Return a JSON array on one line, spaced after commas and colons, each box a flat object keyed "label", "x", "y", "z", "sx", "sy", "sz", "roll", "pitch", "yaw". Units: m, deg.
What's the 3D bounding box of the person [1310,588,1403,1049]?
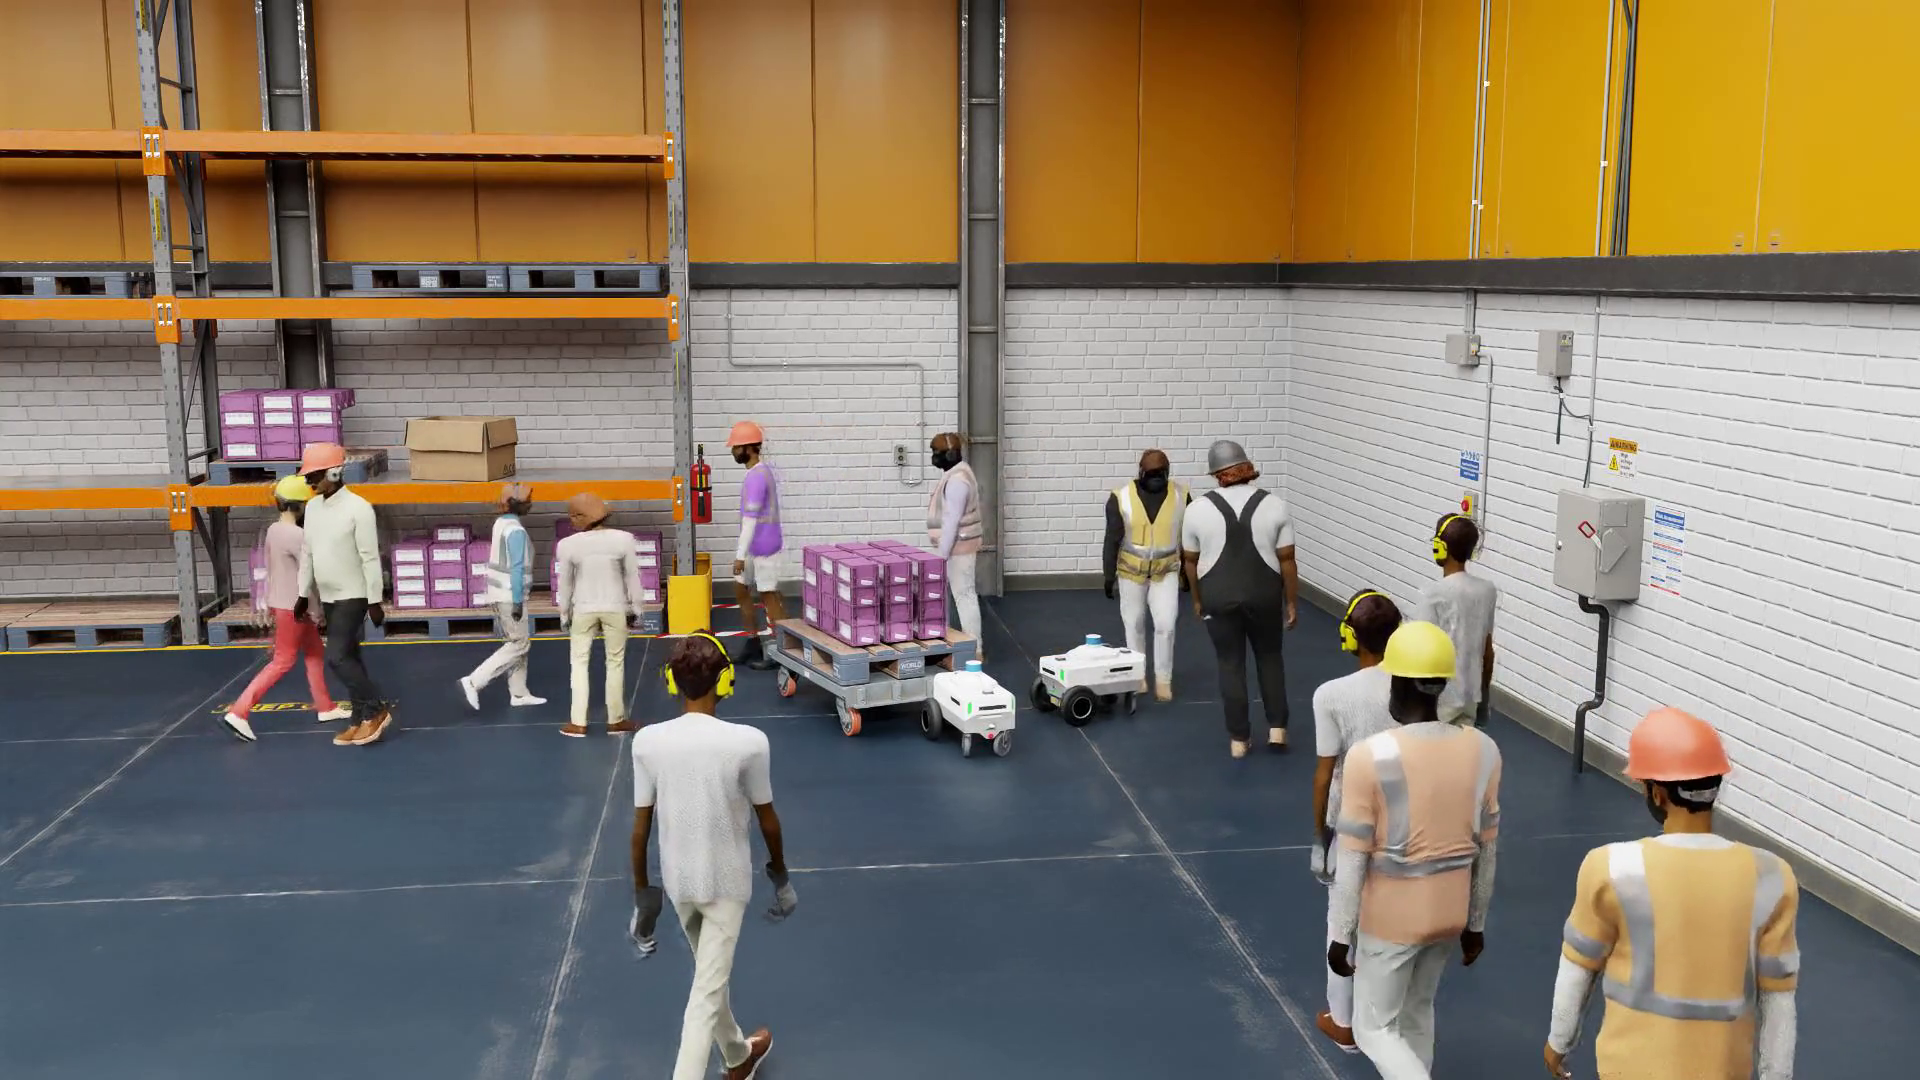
[{"label": "person", "x": 1.578, "y": 1.107, "z": 6.294, "sx": 0.522, "sy": 1.856, "sz": 0.696, "roll": -1, "pitch": 9, "yaw": -7}]

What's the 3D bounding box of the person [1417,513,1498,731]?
[{"label": "person", "x": 2.405, "y": 0.793, "z": 8.224, "sx": 0.553, "sy": 1.860, "sz": 0.423, "roll": -5, "pitch": 10, "yaw": -26}]

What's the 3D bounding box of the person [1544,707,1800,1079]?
[{"label": "person", "x": 1.894, "y": 1.375, "z": 4.508, "sx": 0.551, "sy": 1.885, "sz": 0.942, "roll": 0, "pitch": 9, "yaw": 2}]

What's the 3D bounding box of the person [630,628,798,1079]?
[{"label": "person", "x": -0.875, "y": 1.211, "z": 5.811, "sx": 0.505, "sy": 1.811, "sz": 1.028, "roll": 3, "pitch": 10, "yaw": 20}]

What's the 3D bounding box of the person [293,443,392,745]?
[{"label": "person", "x": -3.956, "y": 0.357, "z": 10.641, "sx": 0.615, "sy": 1.963, "sz": 0.480, "roll": 7, "pitch": 11, "yaw": 37}]

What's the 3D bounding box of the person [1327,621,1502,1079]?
[{"label": "person", "x": 1.510, "y": 1.221, "z": 5.393, "sx": 0.589, "sy": 1.912, "sz": 0.674, "roll": -4, "pitch": 10, "yaw": -23}]

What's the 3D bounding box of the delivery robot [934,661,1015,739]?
[{"label": "delivery robot", "x": 0.087, "y": 1.015, "z": 10.618, "sx": 0.477, "sy": 0.478, "sz": 0.707, "roll": -3, "pitch": 10, "yaw": -19}]

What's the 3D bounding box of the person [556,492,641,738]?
[{"label": "person", "x": -2.379, "y": 0.492, "z": 10.874, "sx": 0.585, "sy": 1.621, "sz": 0.328, "roll": -2, "pitch": 9, "yaw": -11}]

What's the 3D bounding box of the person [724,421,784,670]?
[{"label": "person", "x": -1.587, "y": 0.058, "z": 12.654, "sx": 0.636, "sy": 1.909, "sz": 0.566, "roll": -1, "pitch": 9, "yaw": -7}]

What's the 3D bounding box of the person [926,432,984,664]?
[{"label": "person", "x": -0.147, "y": 0.073, "z": 12.864, "sx": 0.734, "sy": 1.810, "sz": 0.648, "roll": 0, "pitch": 9, "yaw": -2}]

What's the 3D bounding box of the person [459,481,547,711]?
[{"label": "person", "x": -3.157, "y": 0.401, "z": 11.438, "sx": 0.554, "sy": 1.623, "sz": 0.589, "roll": -5, "pitch": 10, "yaw": -28}]

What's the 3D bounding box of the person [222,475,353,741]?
[{"label": "person", "x": -4.448, "y": 0.429, "z": 10.919, "sx": 0.880, "sy": 1.722, "sz": 0.508, "roll": -7, "pitch": 12, "yaw": -39}]

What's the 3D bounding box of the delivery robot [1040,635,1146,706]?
[{"label": "delivery robot", "x": 0.914, "y": 0.891, "z": 11.388, "sx": 0.707, "sy": 0.478, "sz": 0.477, "roll": -4, "pitch": 10, "yaw": -26}]

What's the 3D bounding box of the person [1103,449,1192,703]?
[{"label": "person", "x": 1.341, "y": 0.247, "z": 11.840, "sx": 0.660, "sy": 1.799, "sz": 0.702, "roll": 0, "pitch": 9, "yaw": 2}]

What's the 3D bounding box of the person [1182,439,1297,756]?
[{"label": "person", "x": 1.765, "y": 0.333, "z": 10.541, "sx": 0.710, "sy": 2.000, "sz": 0.570, "roll": 1, "pitch": 9, "yaw": 9}]
